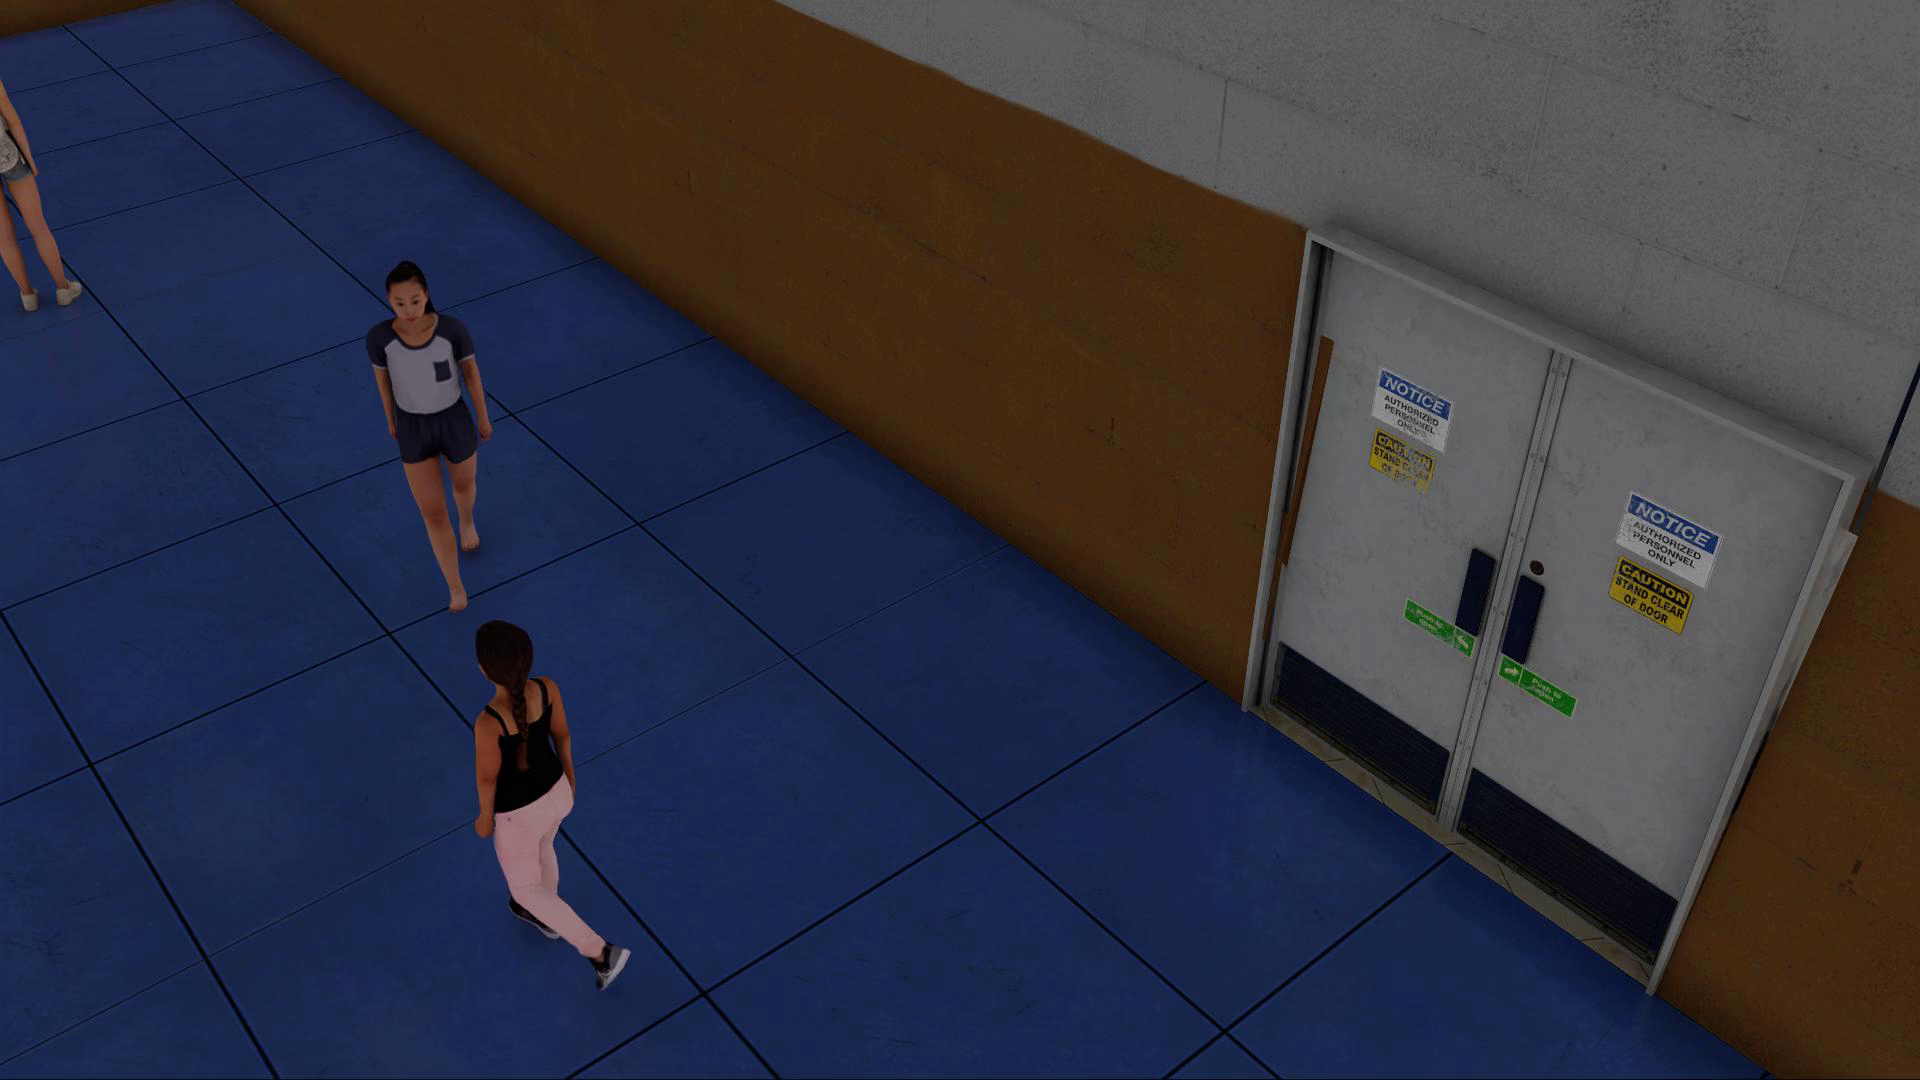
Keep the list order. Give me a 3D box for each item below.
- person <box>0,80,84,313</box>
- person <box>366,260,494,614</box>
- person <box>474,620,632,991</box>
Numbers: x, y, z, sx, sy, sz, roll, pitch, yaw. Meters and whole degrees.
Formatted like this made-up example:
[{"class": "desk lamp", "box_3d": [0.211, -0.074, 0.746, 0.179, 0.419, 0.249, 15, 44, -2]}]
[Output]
[{"class": "person", "box_3d": [-5.611, -2.165, 9.692, 0.567, 1.759, 0.692, -10, 38, -13]}, {"class": "person", "box_3d": [-2.405, -0.534, 7.646, 1.057, 1.606, 0.932, -11, 38, -14]}, {"class": "person", "box_3d": [-1.437, 0.945, 5.727, 0.749, 1.545, 0.918, 22, 42, 27]}]
